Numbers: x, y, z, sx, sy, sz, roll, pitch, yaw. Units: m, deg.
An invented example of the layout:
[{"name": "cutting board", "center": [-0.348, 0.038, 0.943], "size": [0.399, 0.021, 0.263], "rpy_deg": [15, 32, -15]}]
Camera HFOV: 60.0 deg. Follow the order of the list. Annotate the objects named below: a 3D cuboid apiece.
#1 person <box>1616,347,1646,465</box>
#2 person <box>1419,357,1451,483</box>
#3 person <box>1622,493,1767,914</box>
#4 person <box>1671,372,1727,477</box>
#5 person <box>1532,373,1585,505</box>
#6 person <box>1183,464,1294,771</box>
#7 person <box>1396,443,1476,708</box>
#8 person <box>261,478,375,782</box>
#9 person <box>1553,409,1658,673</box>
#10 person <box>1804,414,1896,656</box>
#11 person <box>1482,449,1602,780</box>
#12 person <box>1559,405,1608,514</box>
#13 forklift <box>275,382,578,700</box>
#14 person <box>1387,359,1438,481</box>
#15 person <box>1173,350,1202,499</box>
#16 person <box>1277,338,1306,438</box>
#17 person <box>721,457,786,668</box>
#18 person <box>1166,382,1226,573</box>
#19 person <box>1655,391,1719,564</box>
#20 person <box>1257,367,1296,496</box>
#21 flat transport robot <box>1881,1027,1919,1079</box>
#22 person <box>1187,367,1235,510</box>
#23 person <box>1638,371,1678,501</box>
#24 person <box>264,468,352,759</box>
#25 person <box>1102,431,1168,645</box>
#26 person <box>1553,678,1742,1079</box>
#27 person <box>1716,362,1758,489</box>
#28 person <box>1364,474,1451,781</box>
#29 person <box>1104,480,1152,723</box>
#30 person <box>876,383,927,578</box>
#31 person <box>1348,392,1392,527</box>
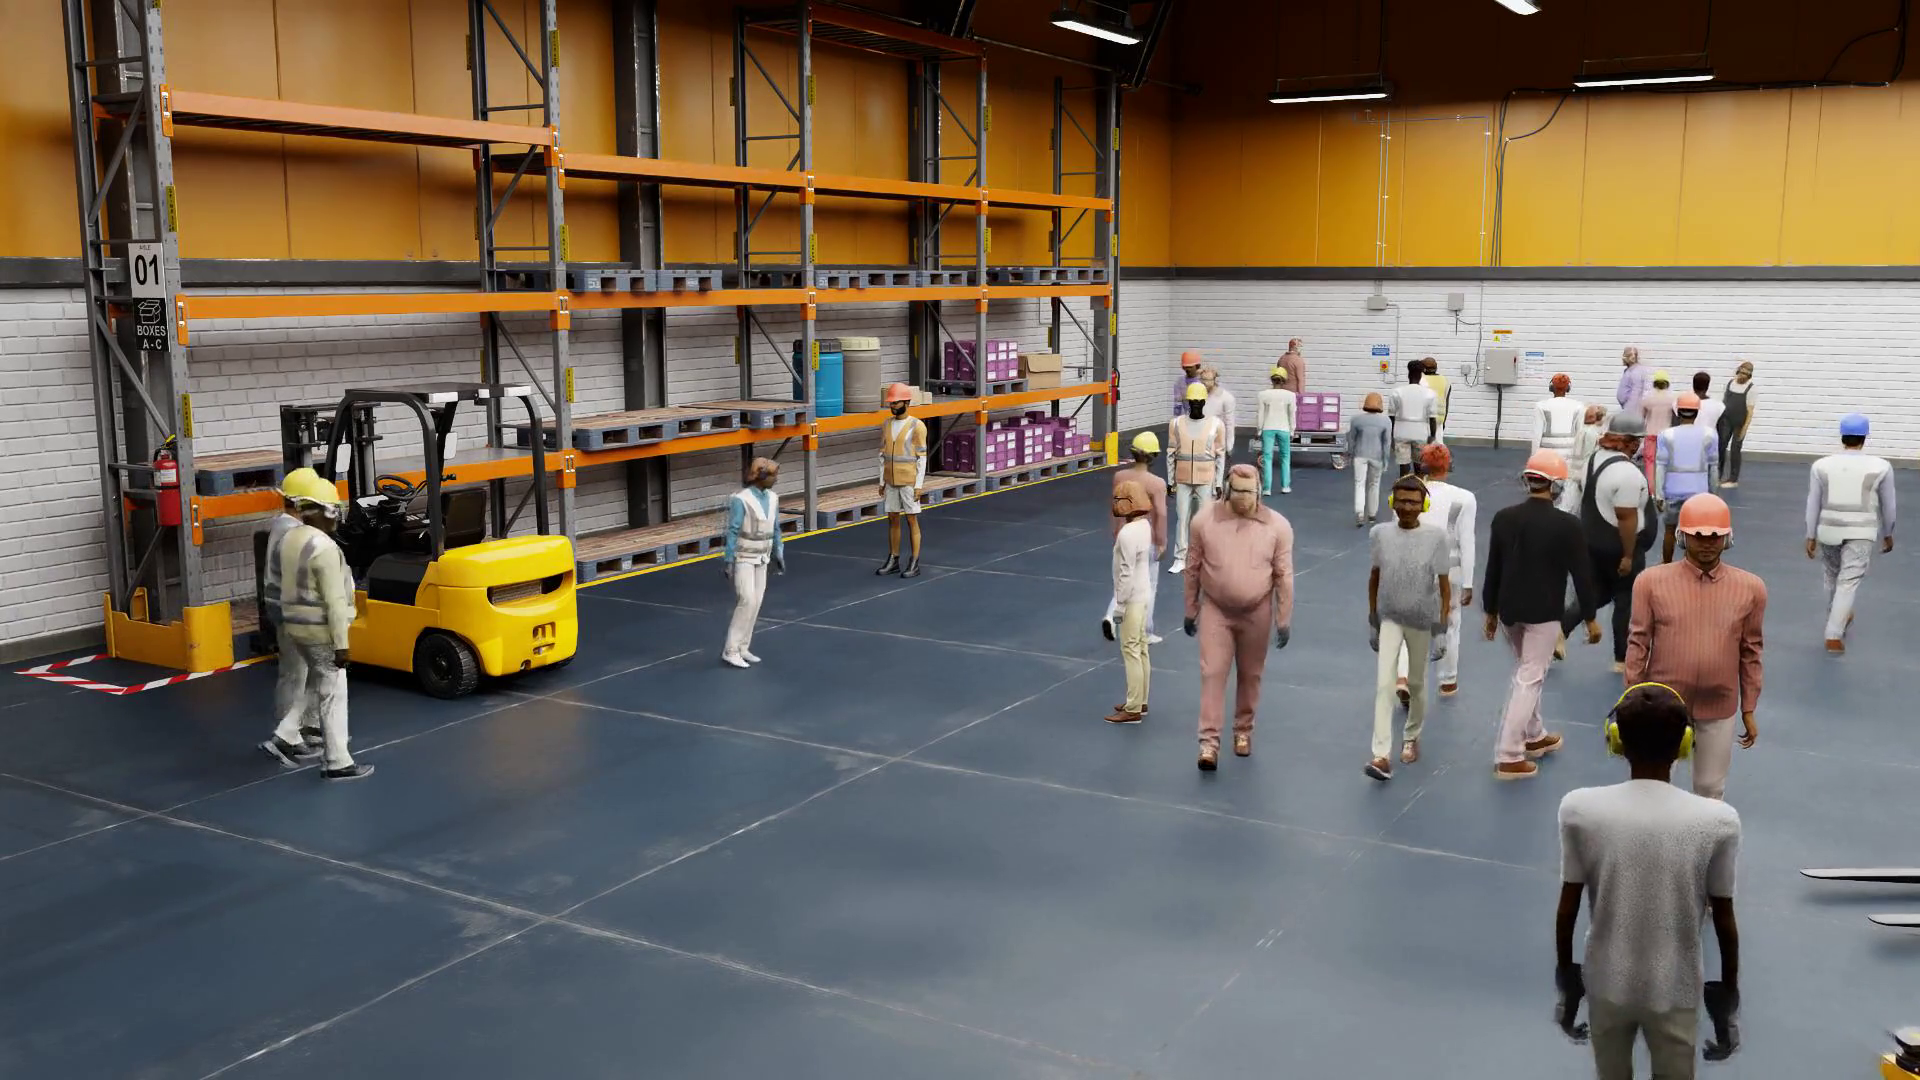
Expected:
[{"name": "person", "center": [10.299, -2.031, 25.619], "size": [0.419, 1.887, 0.665], "rpy_deg": [2, 9, 14]}, {"name": "person", "center": [6.596, -1.655, 23.444], "size": [0.619, 1.839, 0.430], "rpy_deg": [-4, 10, -23]}, {"name": "person", "center": [3.445, 0.767, 7.830], "size": [0.612, 1.995, 0.382], "rpy_deg": [2, 9, 10]}, {"name": "person", "center": [8.619, -1.025, 19.431], "size": [0.607, 1.857, 1.030], "rpy_deg": [4, 10, 25]}, {"name": "person", "center": [6.804, -0.962, 18.970], "size": [0.586, 1.882, 0.341], "rpy_deg": [0, 9, 2]}, {"name": "person", "center": [1.683, 0.474, 10.088], "size": [0.667, 1.852, 0.960], "rpy_deg": [1, 9, 9]}, {"name": "person", "center": [3.286, 0.242, 11.596], "size": [0.575, 1.849, 0.916], "rpy_deg": [5, 11, 30]}, {"name": "person", "center": [-3.807, 0.545, 9.795], "size": [0.503, 1.811, 0.613], "rpy_deg": [-7, 12, -38]}, {"name": "person", "center": [4.863, -0.002, 12.489], "size": [0.733, 2.000, 0.690], "rpy_deg": [-1, 9, -7]}, {"name": "person", "center": [7.151, -0.061, 13.349], "size": [0.603, 1.878, 1.036], "rpy_deg": [9, 13, 44]}, {"name": "person", "center": [3.547, 0.437, 10.025], "size": [0.916, 1.957, 0.642], "rpy_deg": [-5, 11, -31]}, {"name": "person", "center": [6.819, -0.679, 18.124], "size": [0.885, 1.589, 0.531], "rpy_deg": [2, 9, 13]}, {"name": "forklift", "center": [-3.974, -0.067, 12.417], "size": [2.313, 2.155, 1.214], "rpy_deg": [5, 11, 30]}, {"name": "person", "center": [5.670, -1.300, 20.930], "size": [0.609, 1.934, 0.747], "rpy_deg": [2, 9, 11]}, {"name": "person", "center": [3.126, -1.519, 22.082], "size": [0.643, 1.997, 0.562], "rpy_deg": [7, 12, 38]}, {"name": "person", "center": [5.718, -2.505, 28.548], "size": [0.399, 1.903, 0.643], "rpy_deg": [-4, 10, -26]}, {"name": "person", "center": [-1.596, 0.164, 12.779], "size": [0.428, 1.601, 0.552], "rpy_deg": [5, 10, 30]}, {"name": "person", "center": [2.349, -0.613, 16.645], "size": [0.590, 1.930, 0.359], "rpy_deg": [3, 10, 19]}, {"name": "person", "center": [6.908, -0.468, 15.857], "size": [0.568, 1.890, 0.980], "rpy_deg": [3, 10, 21]}, {"name": "person", "center": [4.293, -1.470, 22.593], "size": [0.525, 1.740, 0.533], "rpy_deg": [2, 9, 11]}, {"name": "flat transport robot", "center": [3.828, 1.999, 5.503], "size": [0.652, 0.197, 1.431], "rpy_deg": [-1, 9, -7]}, {"name": "person", "center": [3.074, -1.207, 20.544], "size": [0.657, 1.874, 0.478], "rpy_deg": [6, 11, 33]}, {"name": "person", "center": [9.274, -1.386, 22.133], "size": [0.544, 1.714, 0.927], "rpy_deg": [4, 10, 24]}, {"name": "person", "center": [-4.023, 0.463, 10.318], "size": [0.587, 1.813, 0.614], "rpy_deg": [-3, 10, -18]}, {"name": "person", "center": [1.418, 0.003, 13.357], "size": [0.535, 1.749, 0.493], "rpy_deg": [8, 12, 42]}, {"name": "person", "center": [1.967, 1.335, 4.786], "size": [0.522, 1.847, 0.641], "rpy_deg": [4, 10, 24]}, {"name": "person", "center": [10.721, -1.574, 23.071], "size": [0.694, 1.792, 0.595], "rpy_deg": [-8, 12, -41]}, {"name": "person", "center": [2.659, 0.516, 9.936], "size": [0.513, 1.815, 0.972], "rpy_deg": [4, 10, 23]}, {"name": "person", "center": [1.140, 0.413, 11.165], "size": [0.280, 1.633, 0.502], "rpy_deg": [3, 10, 20]}, {"name": "person", "center": [-0.591, -0.590, 16.482], "size": [0.545, 1.938, 0.362], "rpy_deg": [6, 11, 34]}, {"name": "person", "center": [4.889, -0.969, 19.877], "size": [0.500, 1.604, 0.778], "rpy_deg": [2, 9, 15]}]
